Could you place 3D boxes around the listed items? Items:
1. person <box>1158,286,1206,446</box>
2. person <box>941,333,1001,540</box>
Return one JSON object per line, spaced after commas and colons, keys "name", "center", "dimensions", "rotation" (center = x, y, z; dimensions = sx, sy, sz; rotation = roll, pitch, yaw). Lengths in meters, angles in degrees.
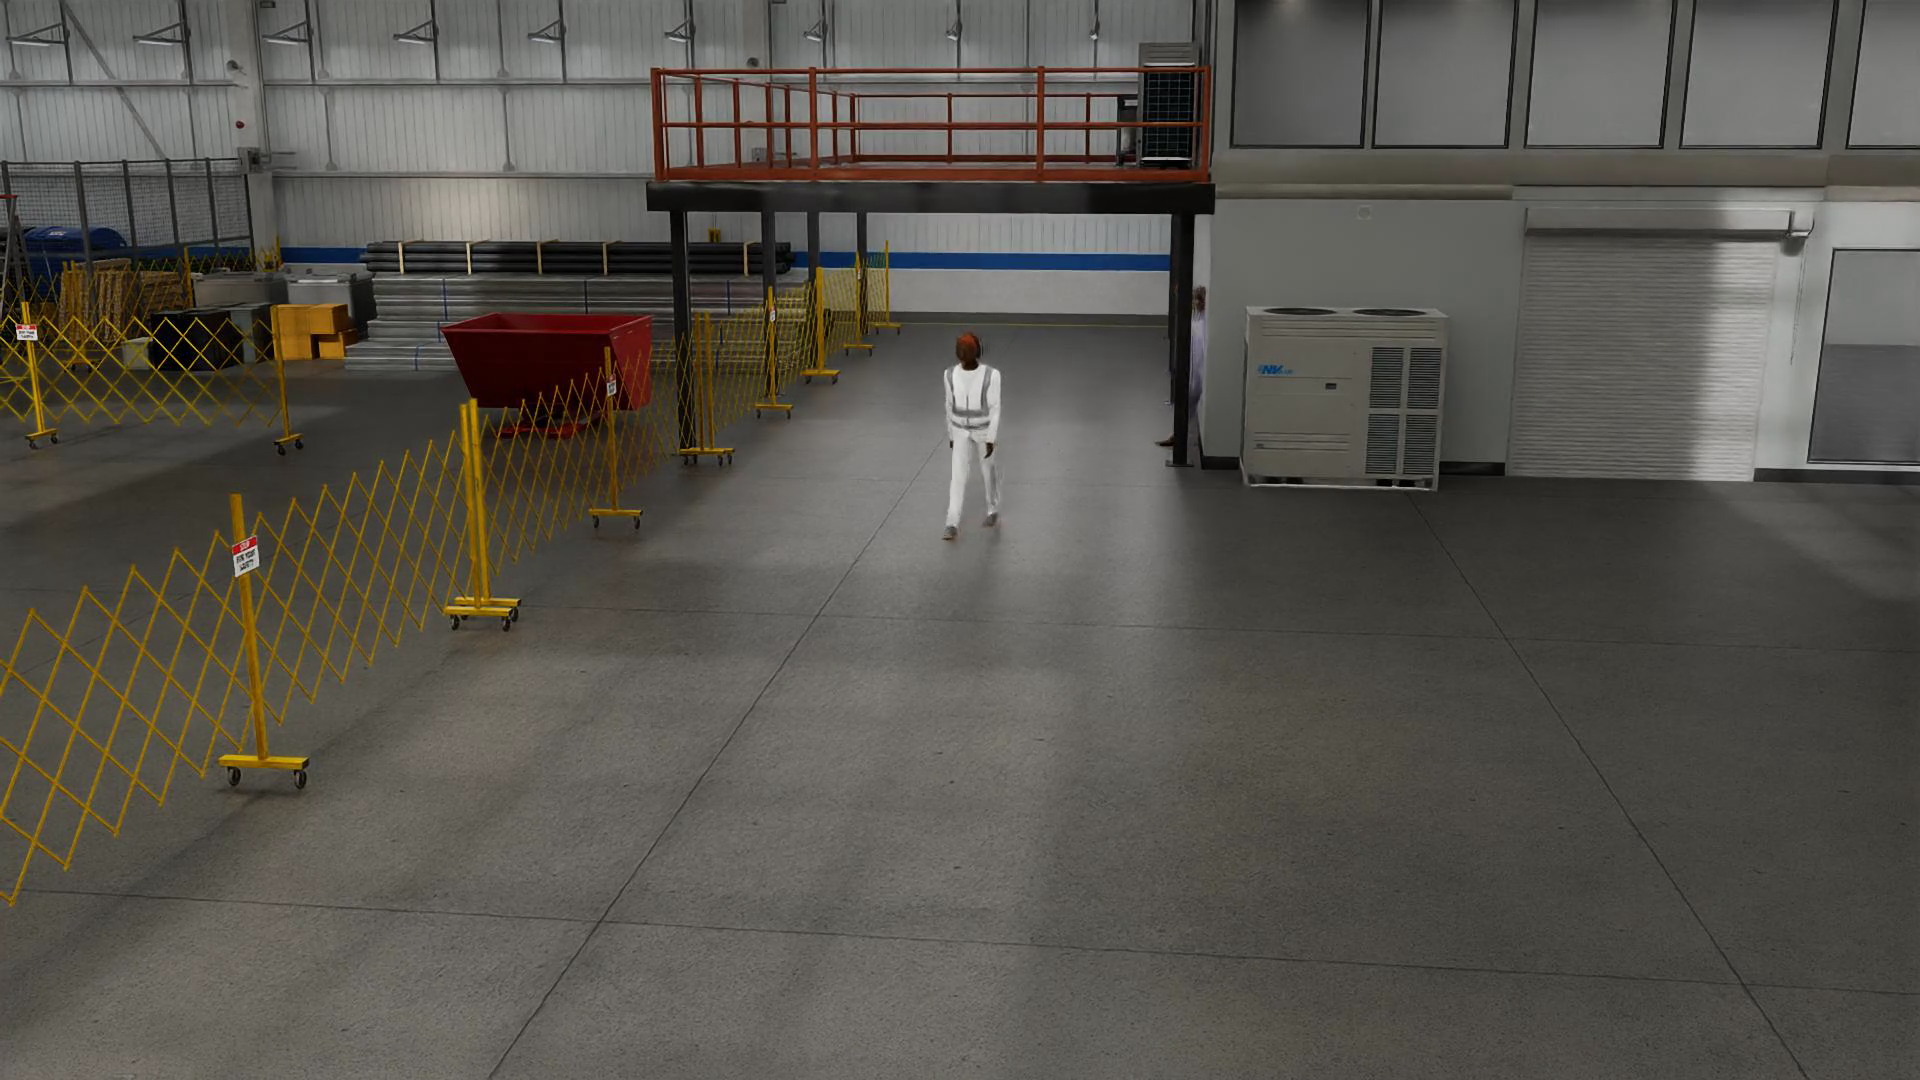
{"name": "person", "center": [2.731, -1.969, 19.015], "dimensions": [0.937, 1.833, 0.695], "rotation": [-1, 14, -3]}
{"name": "person", "center": [0.121, -0.940, 14.839], "dimensions": [0.571, 1.834, 0.996], "rotation": [5, 15, 20]}
